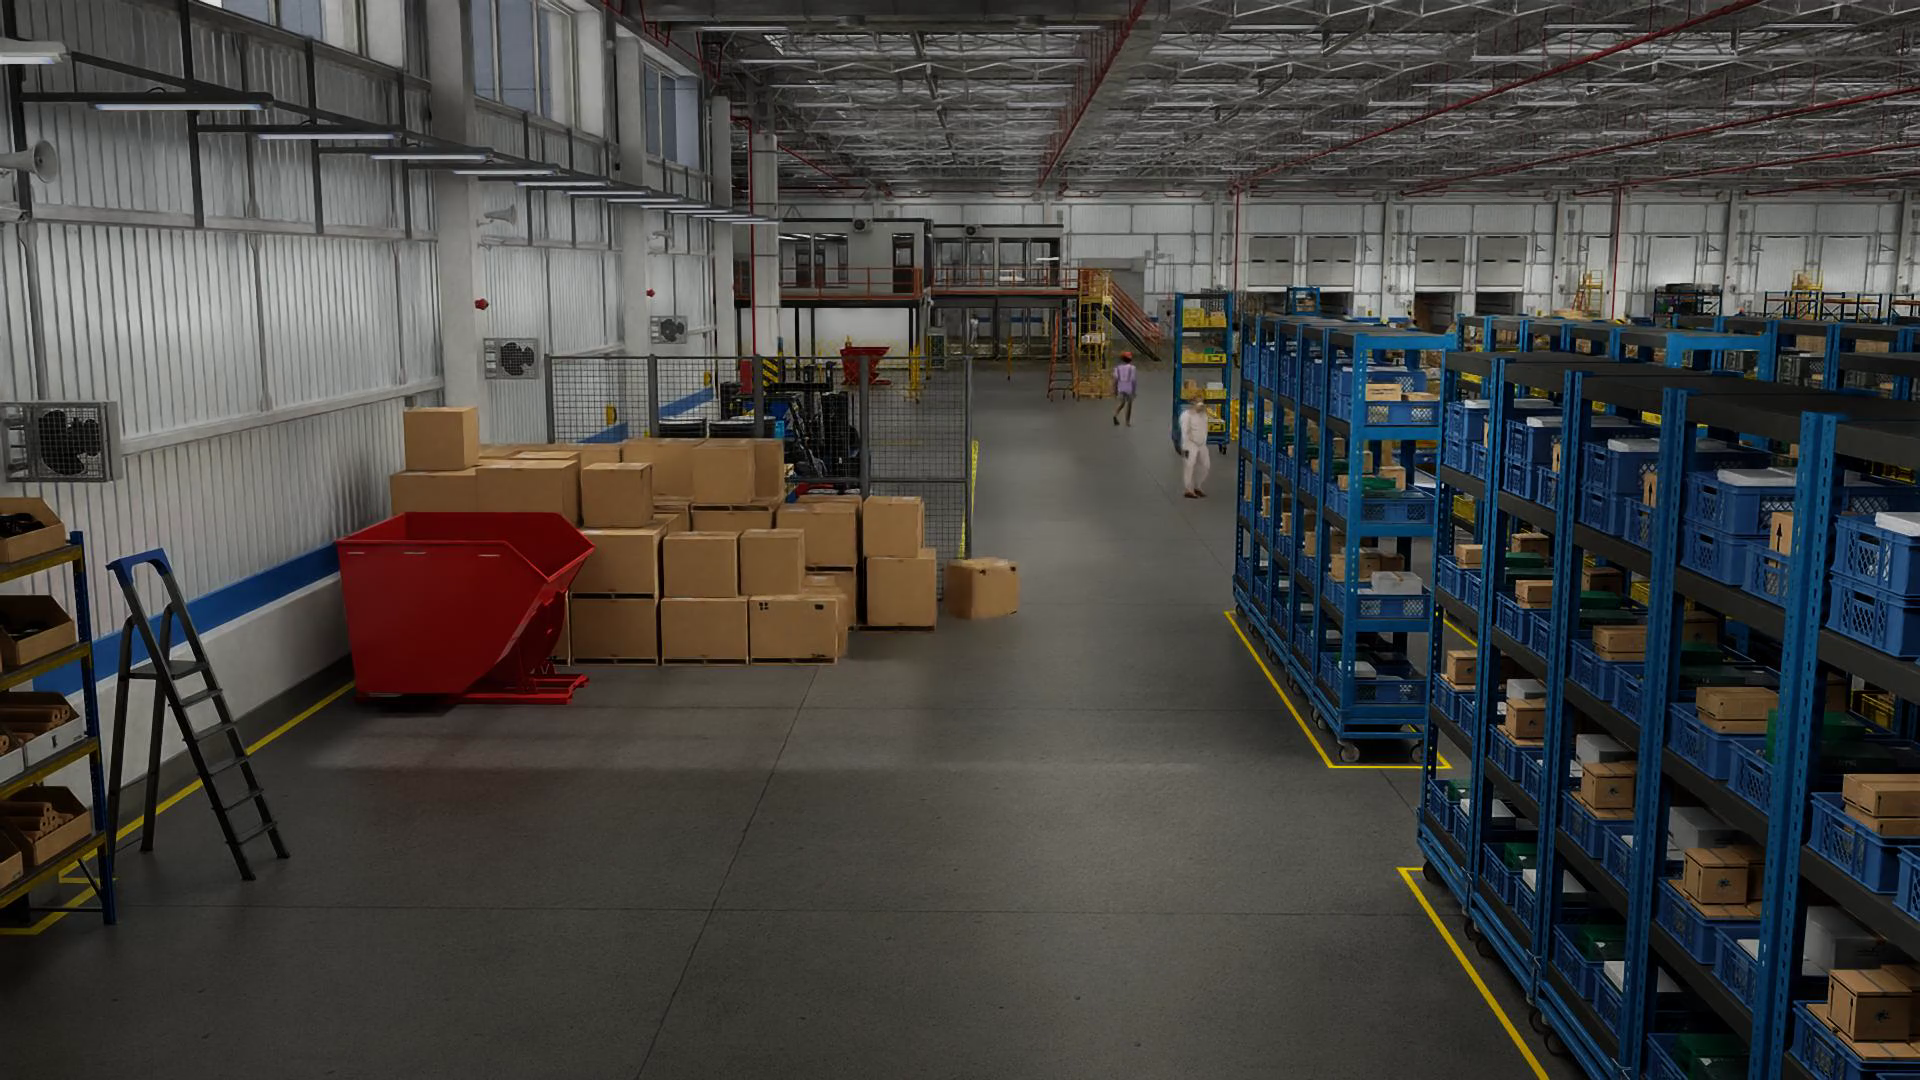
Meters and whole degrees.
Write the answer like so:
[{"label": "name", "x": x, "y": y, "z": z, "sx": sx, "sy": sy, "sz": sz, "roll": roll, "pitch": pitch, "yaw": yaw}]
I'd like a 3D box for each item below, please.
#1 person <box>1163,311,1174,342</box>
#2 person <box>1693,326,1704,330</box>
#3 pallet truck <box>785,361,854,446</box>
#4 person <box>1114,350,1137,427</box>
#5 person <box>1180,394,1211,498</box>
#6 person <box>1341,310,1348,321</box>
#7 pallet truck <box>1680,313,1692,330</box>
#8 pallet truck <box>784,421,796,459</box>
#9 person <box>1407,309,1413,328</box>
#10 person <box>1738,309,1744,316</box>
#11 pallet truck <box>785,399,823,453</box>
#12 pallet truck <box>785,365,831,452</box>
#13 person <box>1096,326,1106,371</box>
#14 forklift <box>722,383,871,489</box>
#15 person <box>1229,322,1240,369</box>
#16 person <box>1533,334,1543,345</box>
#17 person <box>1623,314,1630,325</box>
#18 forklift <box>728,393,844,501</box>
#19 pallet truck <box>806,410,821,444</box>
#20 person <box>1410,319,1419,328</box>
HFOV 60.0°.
[{"label": "person", "x": 12.104, "y": -12.379, "z": 96.269, "sx": 0.635, "sy": 1.802, "sz": 0.868, "roll": 9, "pitch": 13, "yaw": 44}, {"label": "person", "x": 37.446, "y": -10.447, "z": 84.269, "sx": 0.661, "sy": 1.817, "sz": 0.440, "roll": -2, "pitch": 9, "yaw": -10}, {"label": "pallet truck", "x": -3.410, "y": -3.193, "z": 38.978, "sx": 1.885, "sy": 1.965, "sz": 0.823, "roll": 0, "pitch": 9, "yaw": -1}, {"label": "person", "x": 4.321, "y": -3.948, "z": 43.552, "sx": 0.614, "sy": 2.026, "sz": 0.602, "roll": 6, "pitch": 11, "yaw": 34}, {"label": "person", "x": 4.272, "y": -1.677, "z": 29.937, "sx": 0.669, "sy": 1.887, "sz": 0.561, "roll": -6, "pitch": 11, "yaw": -33}, {"label": "person", "x": 21.486, "y": -11.872, "z": 92.711, "sx": 0.579, "sy": 1.931, "sz": 0.623, "roll": 7, "pitch": 12, "yaw": 39}, {"label": "pallet truck", "x": 36.315, "y": -10.531, "z": 84.244, "sx": 0.823, "sy": 1.965, "sz": 1.885, "roll": -6, "pitch": 11, "yaw": -33}, {"label": "pallet truck", "x": -4.013, "y": -1.793, "z": 32.705, "sx": 1.601, "sy": 1.201, "sz": 0.680, "roll": 0, "pitch": 9, "yaw": 1}, {"label": "person", "x": 25.583, "y": -12.171, "z": 94.610, "sx": 0.395, "sy": 1.918, "sz": 0.591, "roll": 5, "pitch": 11, "yaw": 29}, {"label": "person", "x": 44.259, "y": -12.131, "z": 94.290, "sx": 0.542, "sy": 1.939, "sz": 0.364, "roll": -2, "pitch": 9, "yaw": -14}, {"label": "pallet truck", "x": -3.814, "y": -2.432, "z": 36.419, "sx": 1.630, "sy": 1.274, "sz": 0.653, "roll": 0, "pitch": 9, "yaw": 1}, {"label": "pallet truck", "x": -3.774, "y": -2.976, "z": 37.635, "sx": 1.885, "sy": 1.965, "sz": 0.823, "roll": 1, "pitch": 9, "yaw": 5}, {"label": "person", "x": 5.774, "y": -7.795, "z": 67.878, "sx": 0.346, "sy": 1.839, "sz": 0.501, "roll": -4, "pitch": 10, "yaw": -22}, {"label": "forklift", "x": -2.893, "y": -1.687, "z": 28.729, "sx": 2.680, "sy": 1.987, "sz": 1.157, "roll": 0, "pitch": 9, "yaw": -1}, {"label": "person", "x": 11.496, "y": -8.174, "z": 69.885, "sx": 0.805, "sy": 1.943, "sz": 0.611, "roll": 8, "pitch": 12, "yaw": 42}, {"label": "person", "x": 21.666, "y": -6.928, "z": 62.267, "sx": 0.742, "sy": 1.921, "sz": 0.560, "roll": -2, "pitch": 9, "yaw": -10}, {"label": "person", "x": 34.137, "y": -10.619, "z": 85.085, "sx": 0.535, "sy": 1.897, "sz": 0.649, "roll": 2, "pitch": 9, "yaw": 9}, {"label": "forklift", "x": -2.979, "y": -1.316, "z": 26.476, "sx": 2.680, "sy": 1.987, "sz": 1.157, "roll": 0, "pitch": 9, "yaw": 1}, {"label": "pallet truck", "x": -3.559, "y": -2.018, "z": 33.905, "sx": 1.522, "sy": 1.261, "sz": 0.704, "roll": 0, "pitch": 9, "yaw": -1}, {"label": "person", "x": 21.020, "y": -9.252, "z": 76.778, "sx": 0.551, "sy": 1.851, "sz": 0.548, "roll": -5, "pitch": 11, "yaw": -31}]
